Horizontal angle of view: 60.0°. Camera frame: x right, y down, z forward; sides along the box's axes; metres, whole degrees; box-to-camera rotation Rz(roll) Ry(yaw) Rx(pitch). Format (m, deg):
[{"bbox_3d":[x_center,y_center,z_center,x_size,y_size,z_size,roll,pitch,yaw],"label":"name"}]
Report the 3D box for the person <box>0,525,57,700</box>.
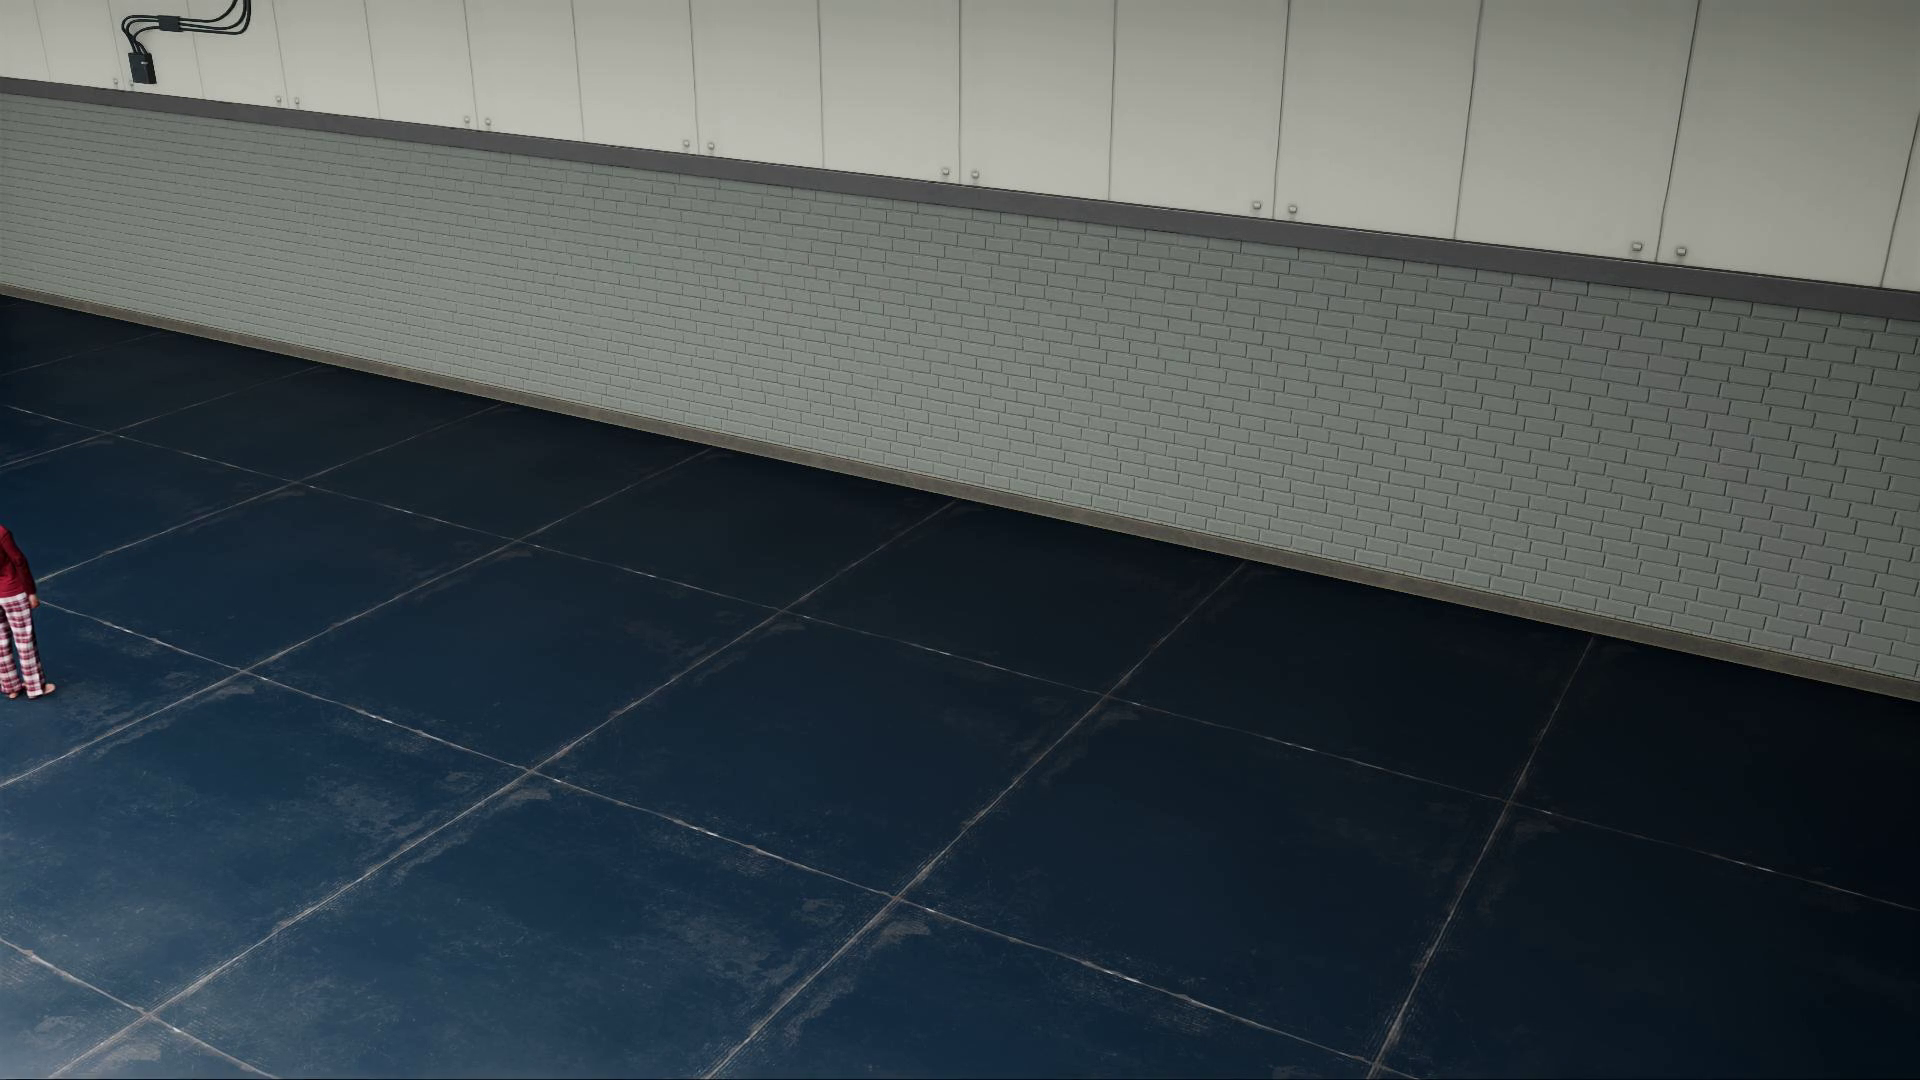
[{"bbox_3d":[-7.073,0.383,12.290,0.684,1.696,0.651,2,23,5],"label":"person"}]
